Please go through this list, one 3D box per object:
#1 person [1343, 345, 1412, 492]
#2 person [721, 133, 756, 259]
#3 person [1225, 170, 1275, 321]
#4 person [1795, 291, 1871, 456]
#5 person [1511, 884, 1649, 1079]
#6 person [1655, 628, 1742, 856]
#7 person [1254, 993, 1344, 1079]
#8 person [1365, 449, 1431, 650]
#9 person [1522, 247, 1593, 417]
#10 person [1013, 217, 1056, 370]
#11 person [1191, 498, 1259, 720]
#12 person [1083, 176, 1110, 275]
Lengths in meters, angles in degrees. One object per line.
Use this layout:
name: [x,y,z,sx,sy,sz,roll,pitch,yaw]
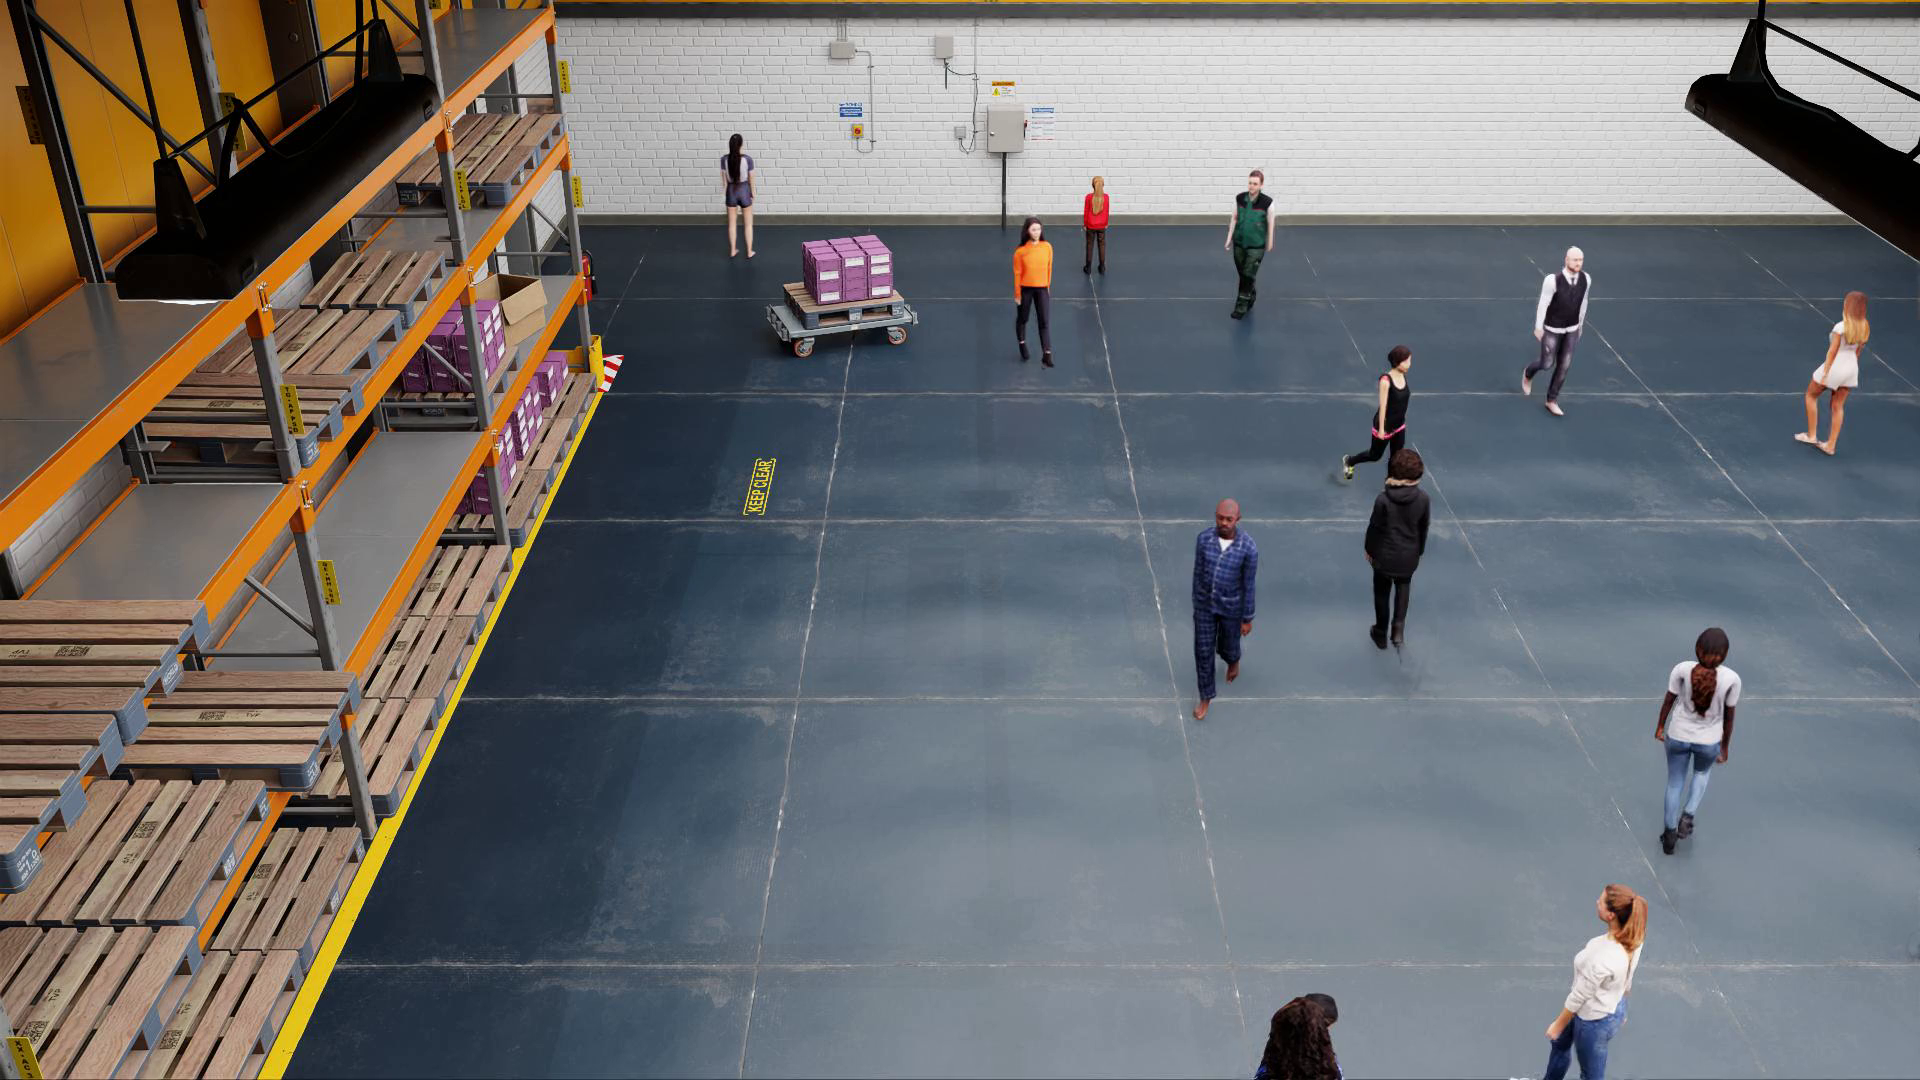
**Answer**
person: [4.045,-1.141,15.925,0.873,1.536,0.973,-22,36,-35]
person: [-2.936,-4.571,22.098,0.591,1.646,0.507,1,29,2]
person: [3.546,-3.606,20.162,1.006,1.806,1.140,20,34,32]
person: [8.872,-1.640,16.696,0.674,1.674,0.732,-7,29,-13]
person: [3.475,2.617,8.877,1.118,1.689,1.097,22,36,35]
person: [4.905,1.380,11.118,0.724,1.713,0.753,11,30,19]
person: [1.643,2.942,8.359,0.781,1.614,0.836,20,34,32]
person: [3.527,0.129,13.351,0.632,1.772,0.631,0,29,-1]
person: [6.336,-2.249,17.670,0.816,1.811,0.969,-7,29,-13]
person: [0.780,-2.818,18.816,0.846,1.712,1.147,-9,30,-16]
person: [1.999,0.463,12.709,0.884,1.800,1.067,12,31,21]
person: [1.767,-4.098,21.612,0.513,1.282,0.524,-5,29,-9]
